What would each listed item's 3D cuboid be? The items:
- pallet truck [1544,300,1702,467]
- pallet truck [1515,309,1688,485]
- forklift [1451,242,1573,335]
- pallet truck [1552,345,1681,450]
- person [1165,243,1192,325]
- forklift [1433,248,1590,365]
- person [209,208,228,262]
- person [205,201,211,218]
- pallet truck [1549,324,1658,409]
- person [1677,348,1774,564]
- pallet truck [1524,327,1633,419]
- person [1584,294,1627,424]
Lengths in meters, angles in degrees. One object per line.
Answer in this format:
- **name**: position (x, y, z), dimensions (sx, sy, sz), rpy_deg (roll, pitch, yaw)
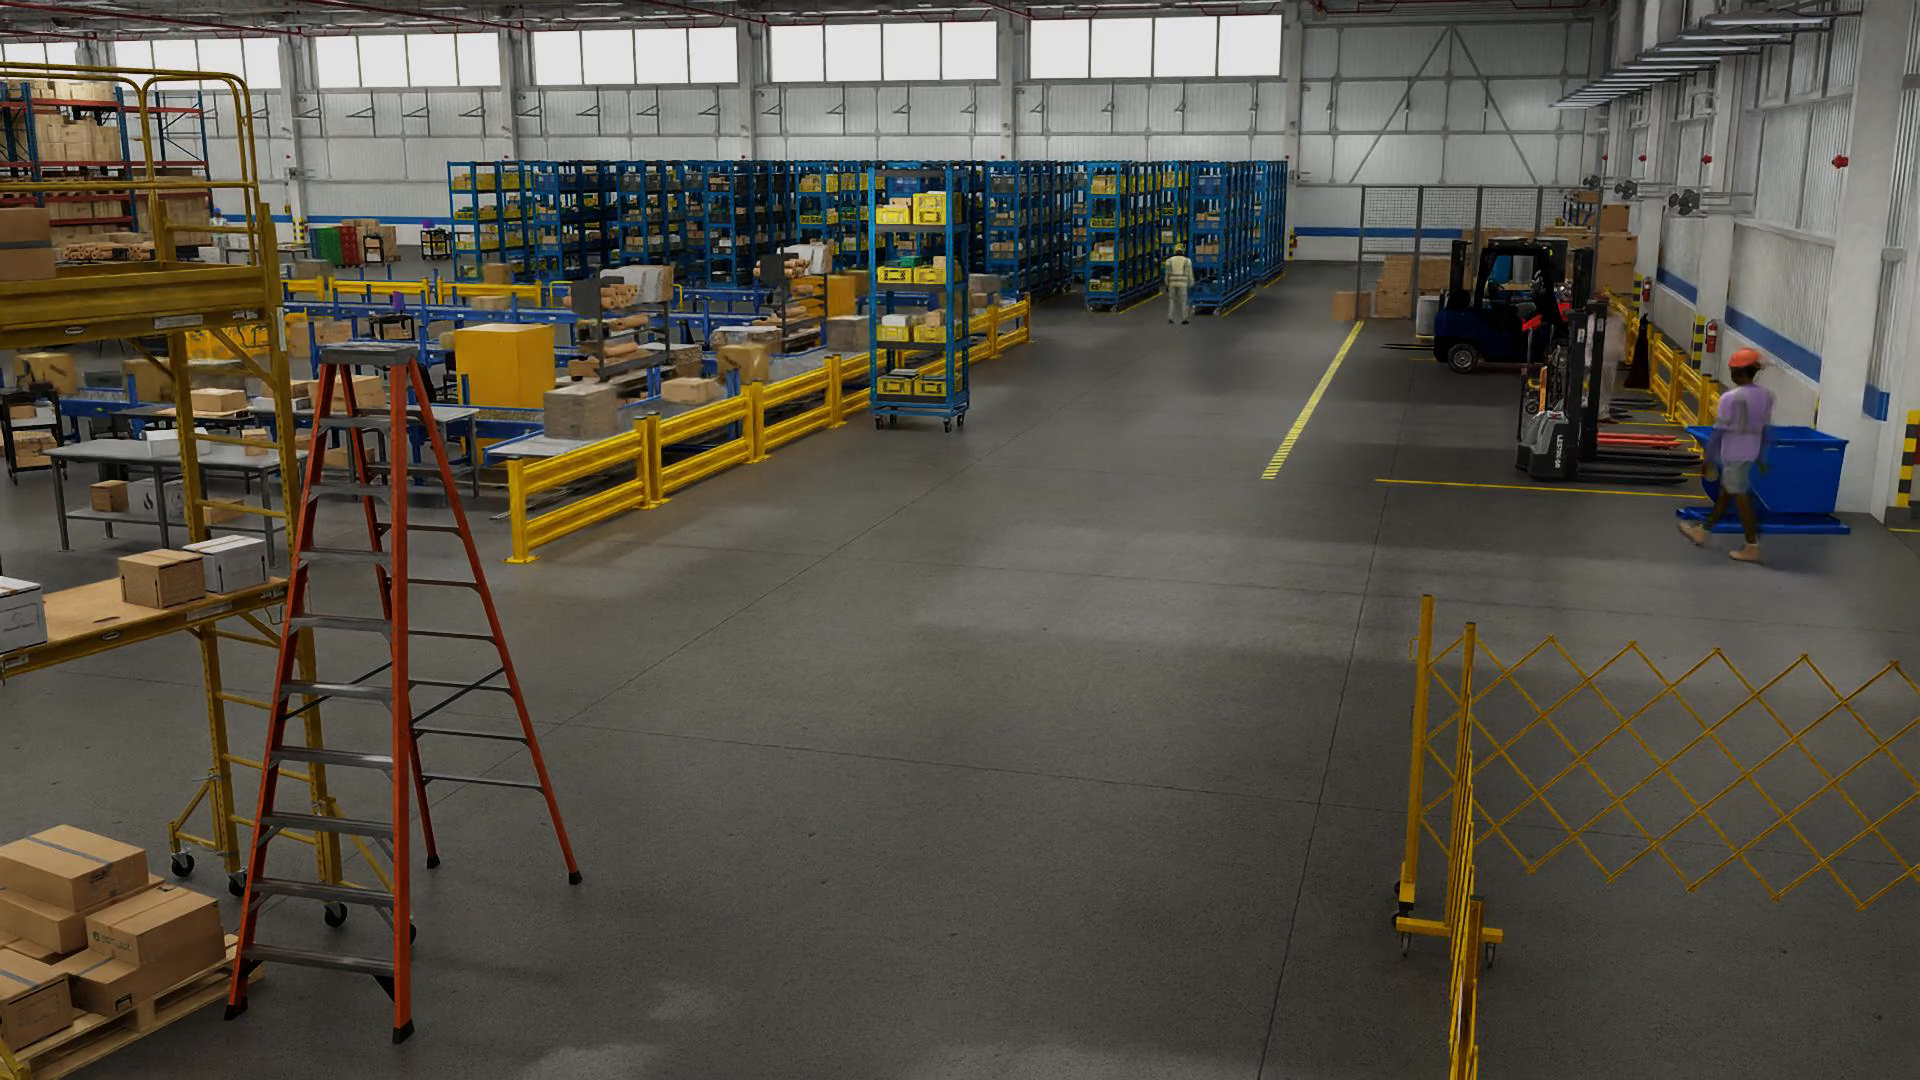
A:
- **pallet truck**: position (8.263, -1.952, 20.631), dimensions (1.885, 1.965, 0.823), rpy_deg (5, 14, 20)
- **pallet truck**: position (7.554, -1.677, 19.446), dimensions (1.885, 1.965, 0.823), rpy_deg (3, 13, 14)
- **forklift**: position (10.464, -4.597, 31.405), dimensions (2.680, 1.987, 1.157), rpy_deg (4, 14, 16)
- **pallet truck**: position (8.641, -1.896, 21.908), dimensions (1.630, 1.274, 0.653), rpy_deg (4, 14, 16)
- **person**: position (4.927, -5.763, 37.451), dimensions (0.595, 1.831, 0.403), rpy_deg (4, 14, 17)
- **forklift**: position (9.780, -4.111, 29.280), dimensions (2.680, 1.987, 1.157), rpy_deg (3, 13, 14)
- **person**: position (-26.036, -10.685, 58.457), dimensions (0.605, 1.951, 0.381), rpy_deg (-5, 14, -22)
- **person**: position (-30.453, -12.694, 67.112), dimensions (0.924, 1.951, 0.639), rpy_deg (-6, 14, -23)
- **pallet truck**: position (9.824, -2.669, 25.407), dimensions (1.601, 1.201, 0.680), rpy_deg (4, 14, 16)
- **person**: position (7.261, -0.819, 15.740), dimensions (0.634, 1.991, 1.011), rpy_deg (-7, 15, -28)
- **pallet truck**: position (9.065, -2.460, 24.370), dimensions (1.522, 1.261, 0.704), rpy_deg (3, 13, 14)
- **person**: position (9.042, -2.526, 23.411), dimensions (0.703, 1.867, 0.449), rpy_deg (-3, 13, -13)
